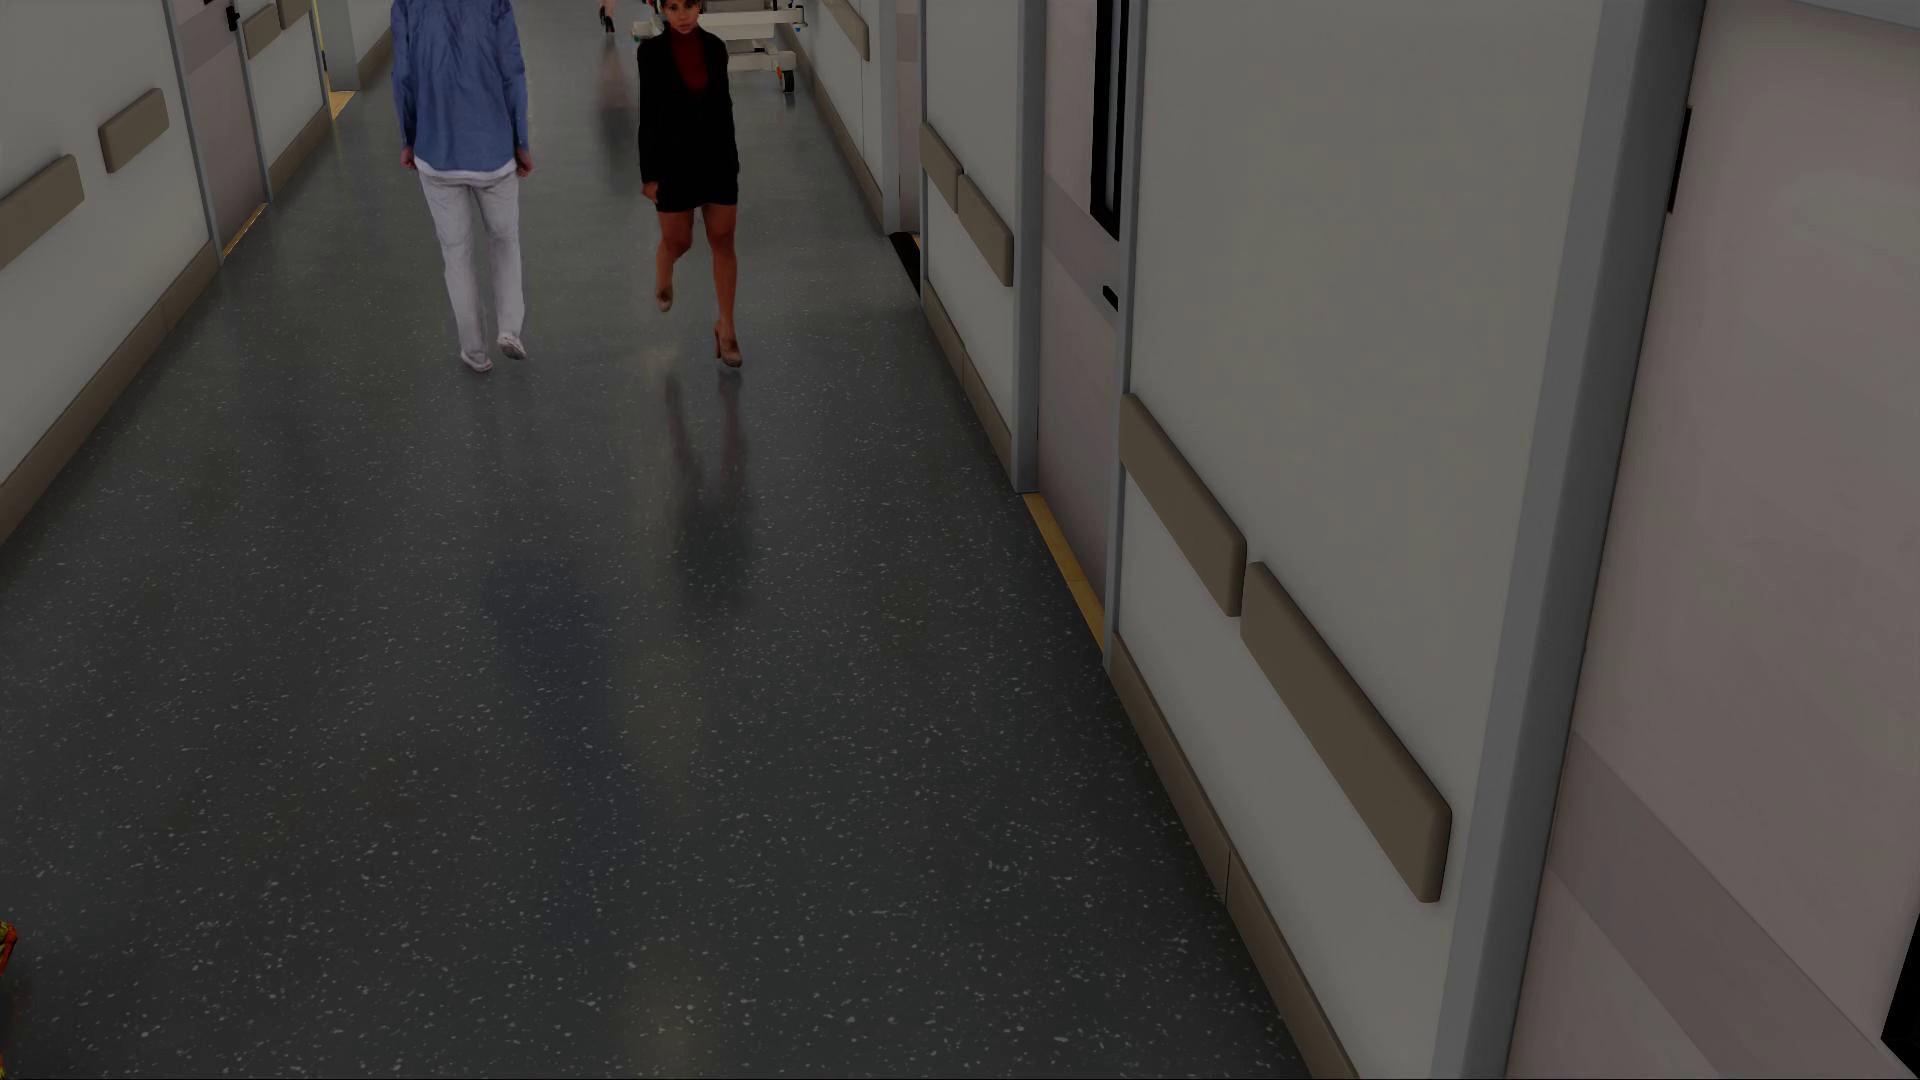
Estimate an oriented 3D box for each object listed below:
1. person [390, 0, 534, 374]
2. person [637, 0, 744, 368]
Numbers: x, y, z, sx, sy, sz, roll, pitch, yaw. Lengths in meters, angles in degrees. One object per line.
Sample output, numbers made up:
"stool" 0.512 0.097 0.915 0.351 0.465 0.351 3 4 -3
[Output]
"person" -1.981 -1.548 6.715 0.675 1.868 0.790 -10 28 -20
"person" -1.155 -1.531 6.958 0.833 1.625 0.782 -14 29 -27
